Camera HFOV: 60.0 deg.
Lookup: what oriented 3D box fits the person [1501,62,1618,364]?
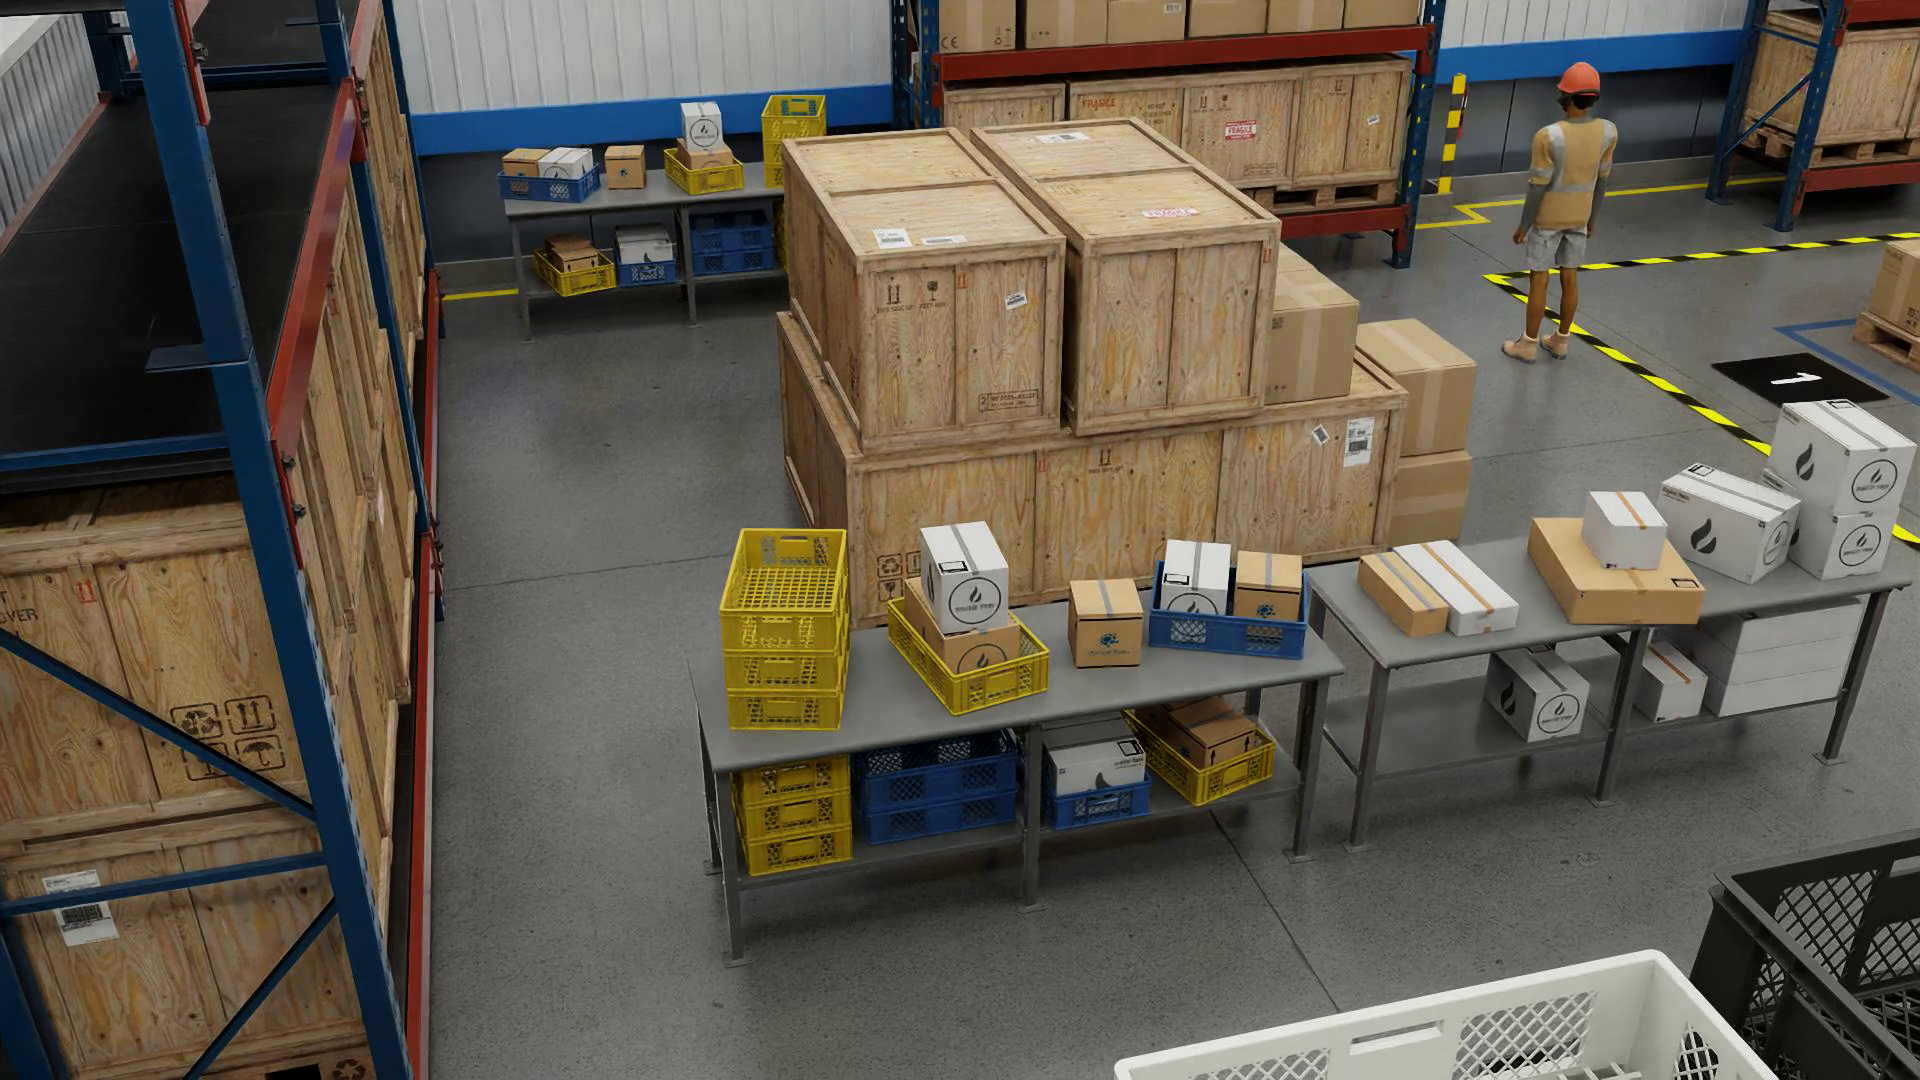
[{"bbox_3d":[4.044,-2.189,11.252,0.604,2.045,0.377,-7,30,-13],"label":"person"}]
